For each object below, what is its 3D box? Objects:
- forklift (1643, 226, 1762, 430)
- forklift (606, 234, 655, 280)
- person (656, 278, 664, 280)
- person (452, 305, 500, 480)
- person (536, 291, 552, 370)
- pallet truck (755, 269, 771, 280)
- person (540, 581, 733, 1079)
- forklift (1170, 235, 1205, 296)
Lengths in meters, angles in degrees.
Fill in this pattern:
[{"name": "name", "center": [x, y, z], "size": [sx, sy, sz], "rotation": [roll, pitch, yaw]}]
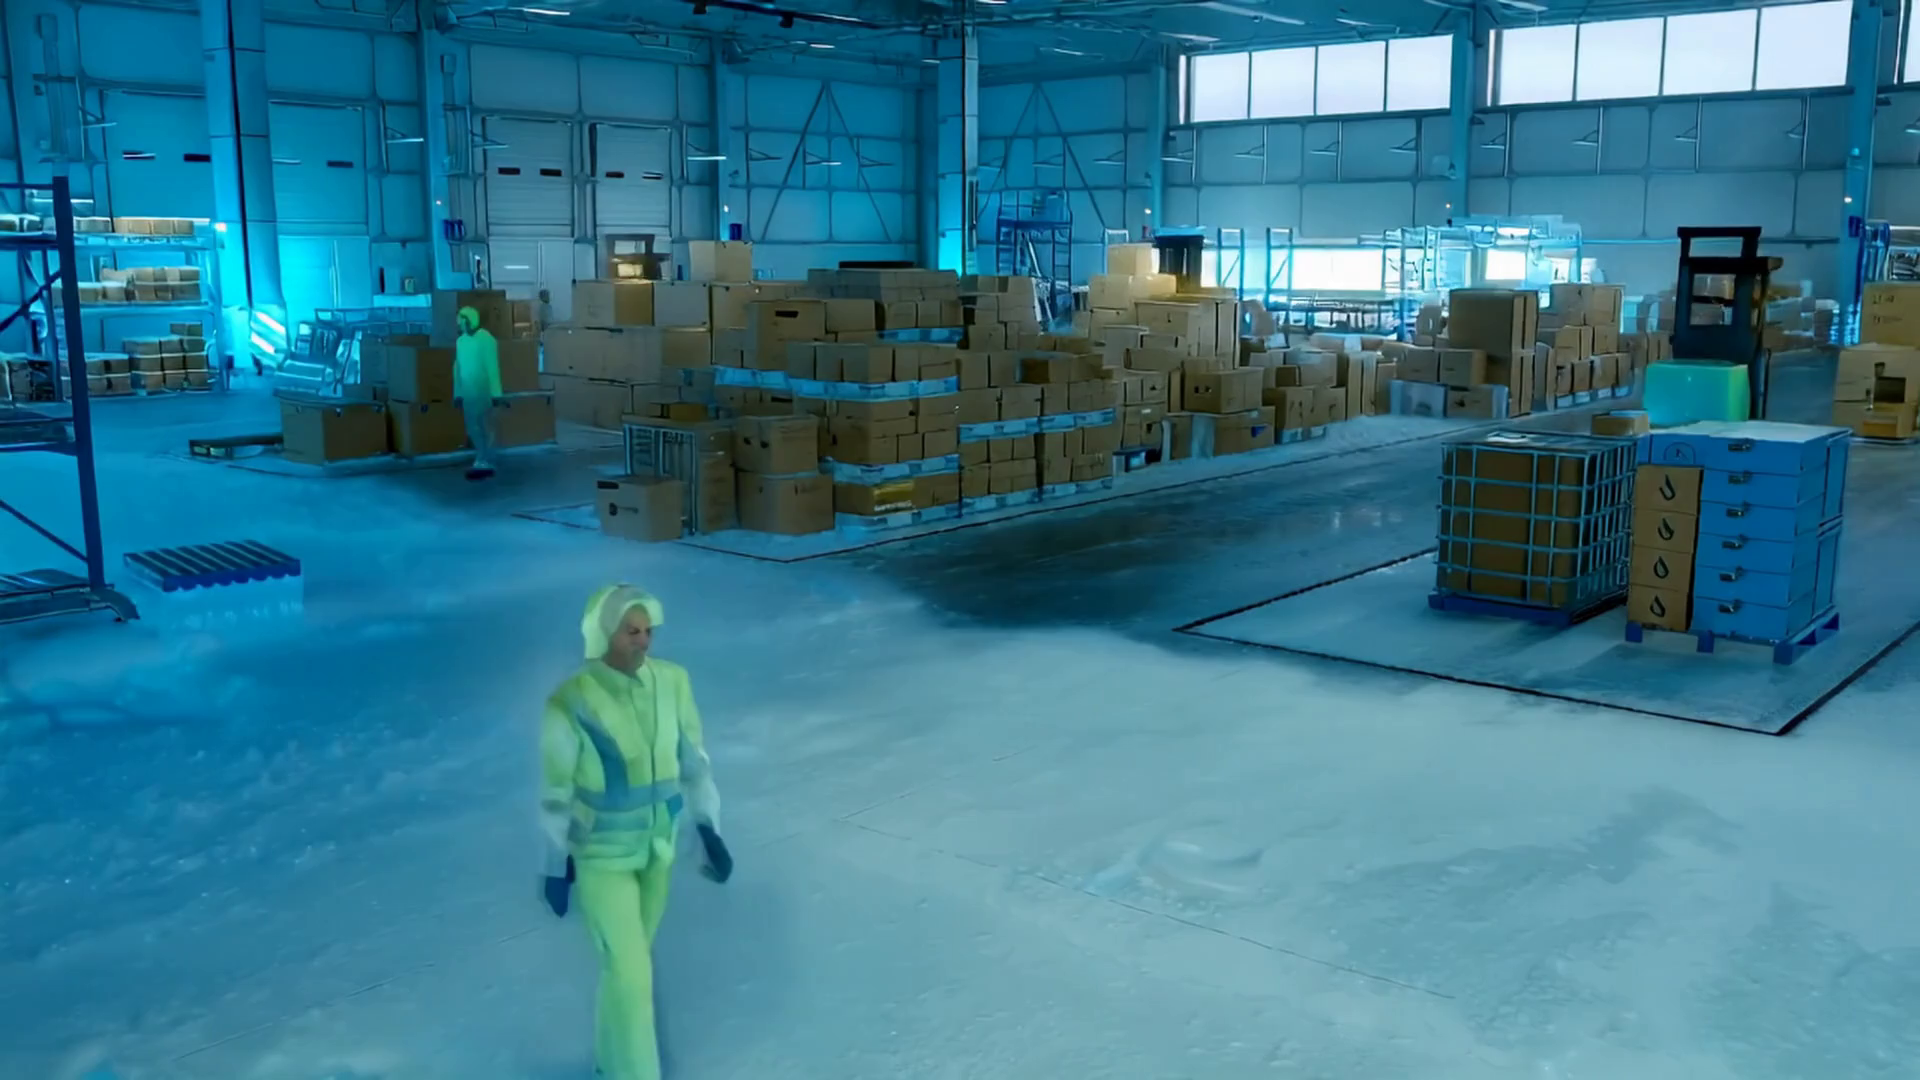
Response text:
[{"name": "forklift", "center": [9.677, -2.642, 21.435], "size": [1.129, 2.768, 1.873], "rotation": [8, 13, 40]}, {"name": "forklift", "center": [-6.766, -4.909, 34.344], "size": [1.129, 2.768, 1.873], "rotation": [-5, 11, -25]}, {"name": "person", "center": [-6.474, -4.719, 35.991], "size": [0.639, 1.927, 0.387], "rotation": [-5, 11, -25]}, {"name": "person", "center": [-5.395, -1.605, 18.260], "size": [0.661, 1.918, 0.656], "rotation": [9, 14, 43]}, {"name": "person", "center": [-8.563, -4.347, 34.602], "size": [0.782, 1.650, 0.541], "rotation": [1, 10, 4]}, {"name": "pallet truck", "center": [-4.996, -6.432, 45.525], "size": [1.885, 1.965, 0.823], "rotation": [-6, 12, -32]}, {"name": "person", "center": [-0.874, 0.927, 4.736], "size": [0.729, 1.613, 0.518], "rotation": [7, 12, 36]}, {"name": "forklift", "center": [5.115, -5.466, 37.513], "size": [1.873, 2.768, 1.129], "rotation": [8, 13, 40]}]
